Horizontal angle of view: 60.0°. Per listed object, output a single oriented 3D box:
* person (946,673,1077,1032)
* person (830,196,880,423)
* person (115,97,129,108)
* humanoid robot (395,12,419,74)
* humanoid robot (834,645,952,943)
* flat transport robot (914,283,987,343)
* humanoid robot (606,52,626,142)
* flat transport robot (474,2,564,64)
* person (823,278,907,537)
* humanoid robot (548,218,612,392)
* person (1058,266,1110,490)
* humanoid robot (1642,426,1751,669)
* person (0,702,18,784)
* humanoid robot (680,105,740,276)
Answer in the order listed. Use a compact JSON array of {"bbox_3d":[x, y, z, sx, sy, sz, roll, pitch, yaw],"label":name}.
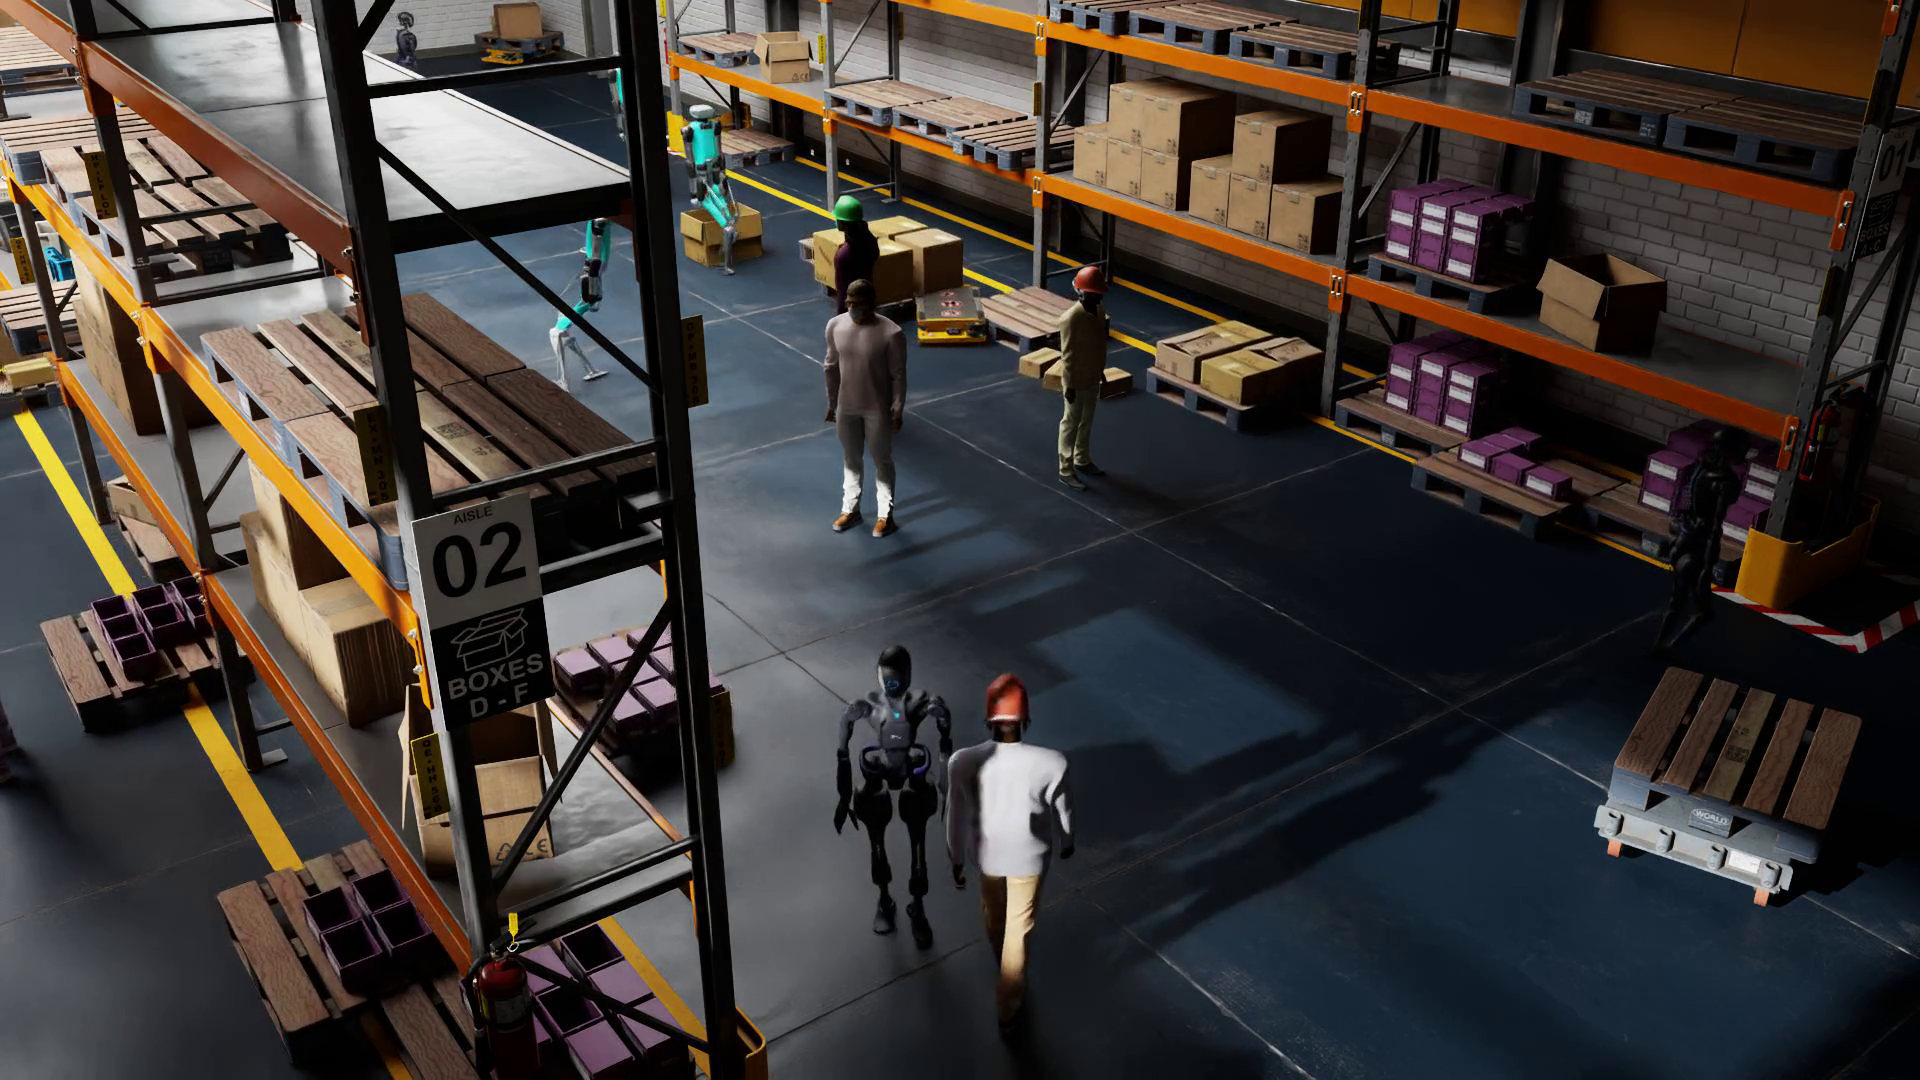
[{"bbox_3d":[0.243,1.376,7.642,0.578,1.712,0.764,5,27,10],"label":"person"},{"bbox_3d":[-0.871,-1.908,13.913,0.421,1.952,0.489,13,30,25],"label":"person"},{"bbox_3d":[-10.432,-5.305,20.639,0.419,1.982,0.613,11,29,21],"label":"person"},{"bbox_3d":[-7.842,-6.697,23.756,0.565,1.633,0.613,-17,31,-30],"label":"humanoid robot"},{"bbox_3d":[-0.312,1.207,8.021,0.611,1.644,0.350,-2,27,-5],"label":"humanoid robot"},{"bbox_3d":[-0.113,-2.265,16.492,0.659,0.231,1.431,-2,27,-3],"label":"flat transport robot"},{"bbox_3d":[-3.889,-5.062,20.386,0.532,1.743,0.769,-22,34,-37],"label":"humanoid robot"},{"bbox_3d":[-7.556,-8.468,28.831,0.659,0.231,1.431,13,29,24],"label":"flat transport robot"},{"bbox_3d":[-0.692,-0.959,12.037,0.635,1.939,0.365,9,28,18],"label":"person"},{"bbox_3d":[-3.445,-2.214,14.765,0.863,1.781,0.599,-3,27,-6],"label":"humanoid robot"},{"bbox_3d":[0.974,-1.269,12.856,0.328,1.752,0.560,18,32,31],"label":"person"},{"bbox_3d":[4.568,0.040,10.351,0.354,1.644,0.611,4,27,8],"label":"humanoid robot"},{"bbox_3d":[-5.660,0.507,9.183,0.397,1.895,0.651,-11,29,-22],"label":"person"},{"bbox_3d":[-2.507,-3.700,17.731,0.850,1.769,0.544,19,32,33],"label":"humanoid robot"}]
